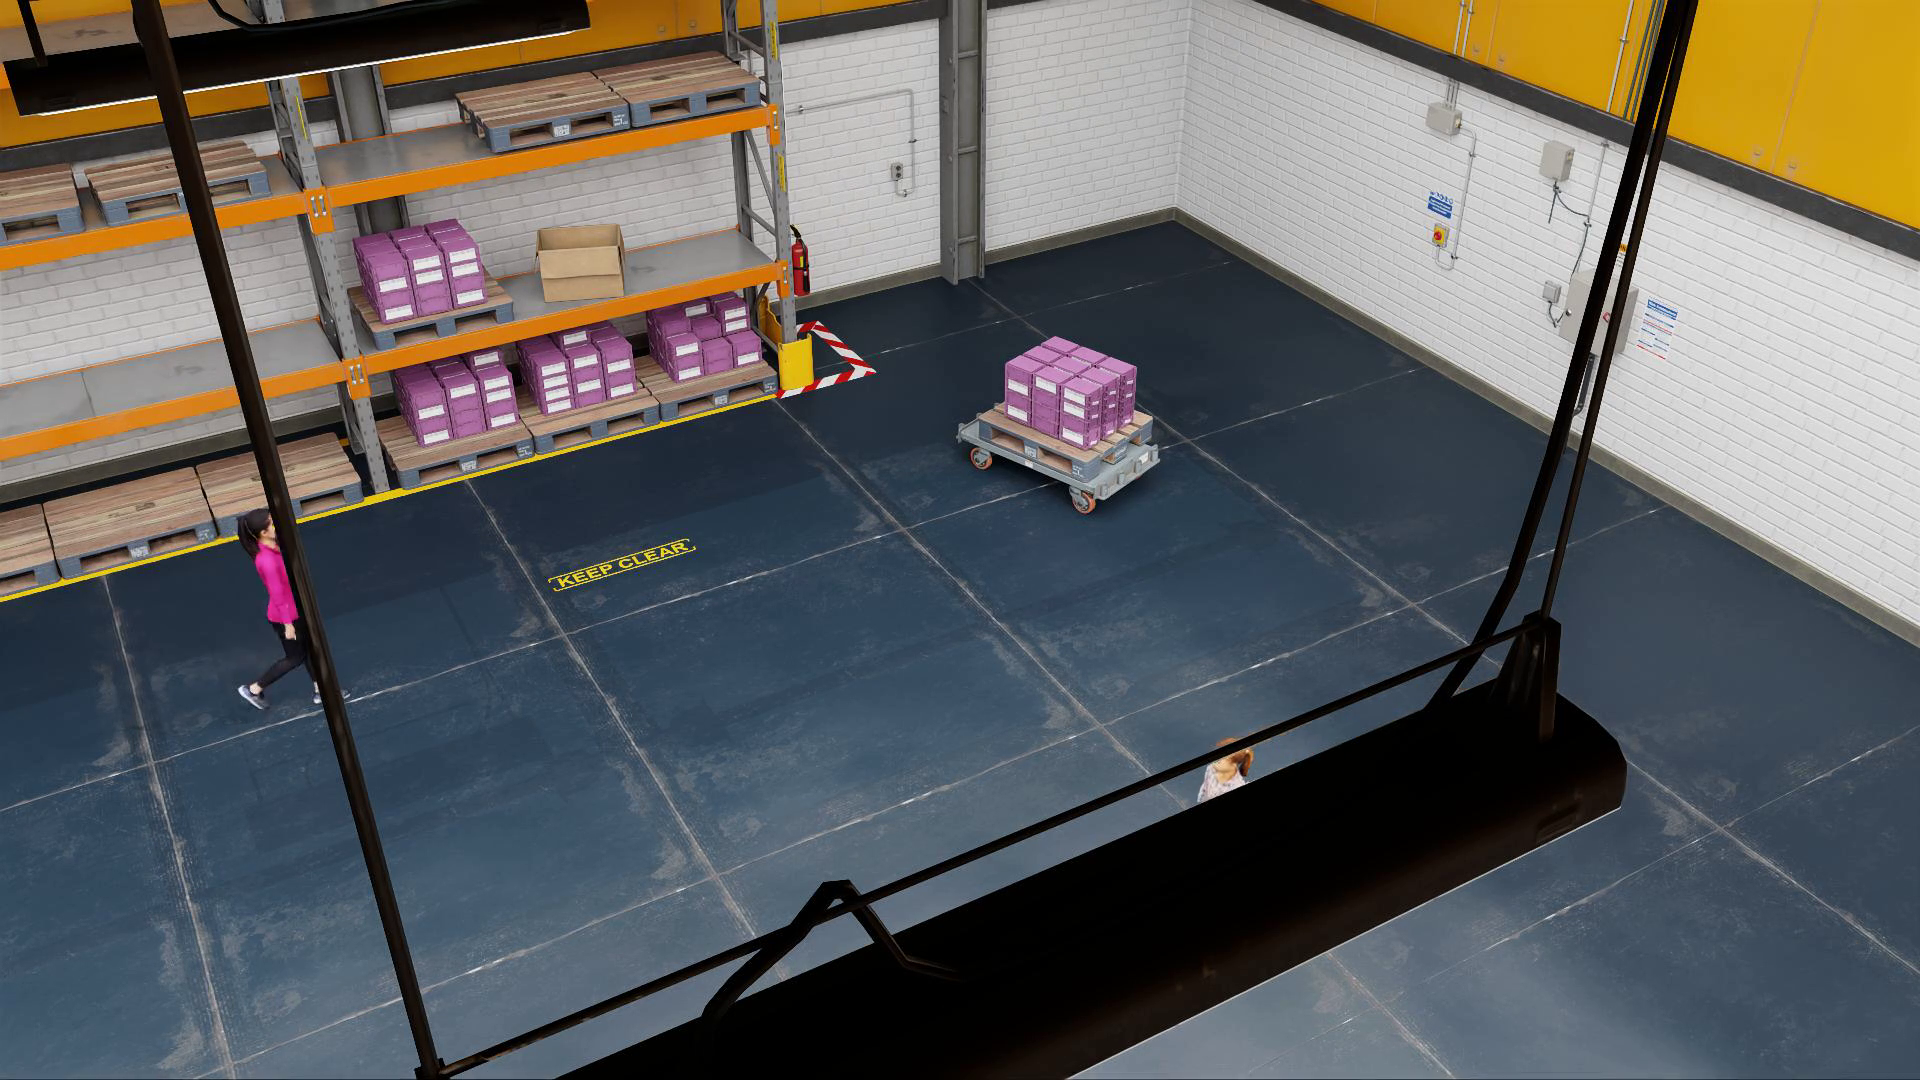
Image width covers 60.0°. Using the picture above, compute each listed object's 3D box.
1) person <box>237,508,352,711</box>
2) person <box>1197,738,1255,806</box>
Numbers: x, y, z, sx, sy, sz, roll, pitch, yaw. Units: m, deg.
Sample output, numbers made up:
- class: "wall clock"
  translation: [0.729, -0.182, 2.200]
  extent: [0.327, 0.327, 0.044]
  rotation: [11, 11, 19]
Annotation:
- class: "person"
  translation: [-4.832, 0.522, 11.733]
  extent: [1.003, 1.680, 0.739]
  rotation: [-9, 35, -13]
- class: "person"
  translation: [1.682, 1.721, 10.286]
  extent: [0.975, 1.285, 0.619]
  rotation: [-12, 36, -18]
